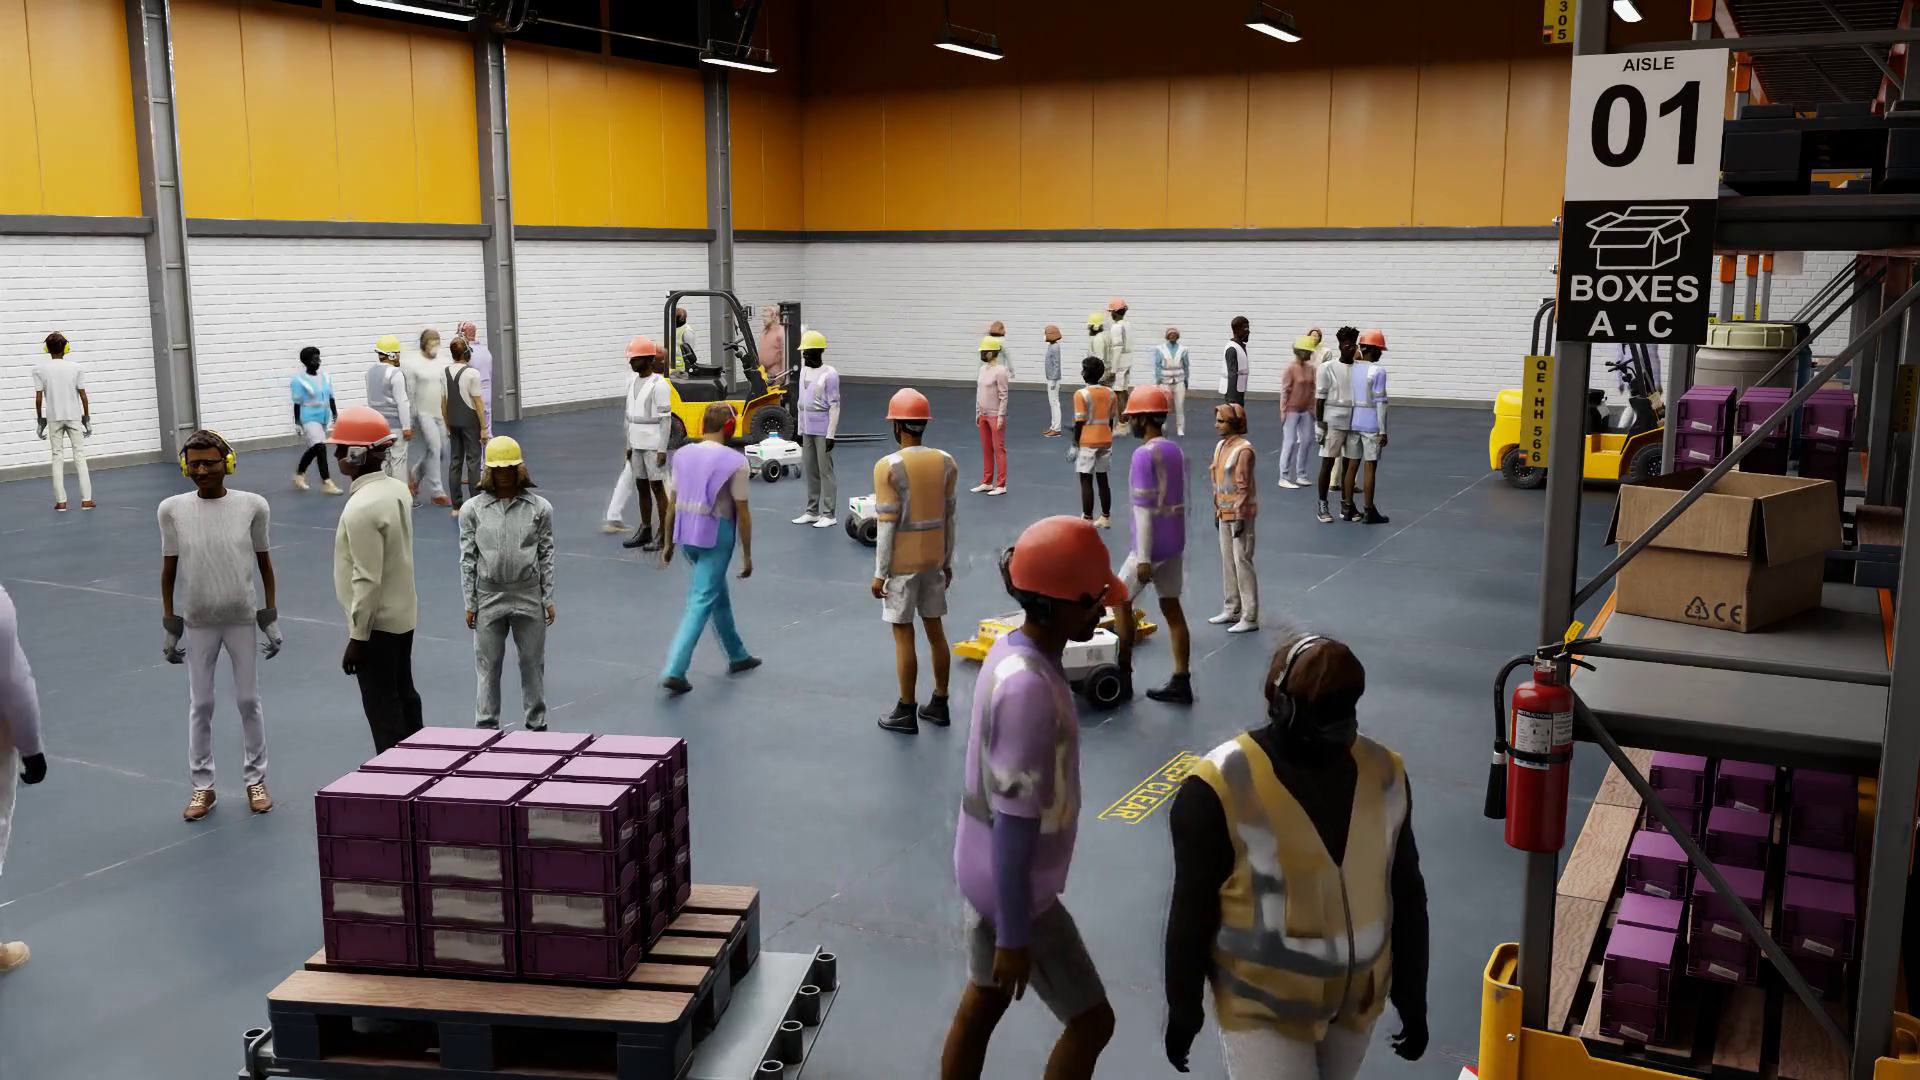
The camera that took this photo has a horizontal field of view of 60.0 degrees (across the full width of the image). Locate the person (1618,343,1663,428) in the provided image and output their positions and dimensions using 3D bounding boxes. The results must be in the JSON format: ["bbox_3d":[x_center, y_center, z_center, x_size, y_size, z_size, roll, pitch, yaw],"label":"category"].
[{"bbox_3d":[9.112,-2.121,22.320,0.398,1.935,0.652,-3,10,-18],"label":"person"}]

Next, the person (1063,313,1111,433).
[{"bbox_3d":[1.901,-2.431,24.490,0.806,1.804,0.607,4,10,20],"label":"person"}]

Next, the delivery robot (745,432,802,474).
[{"bbox_3d":[-2.216,-1.038,19.765,0.477,0.478,0.707,8,13,39],"label":"delivery robot"}]

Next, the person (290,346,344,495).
[{"bbox_3d":[-7.256,-1.343,18.597,0.841,1.660,0.529,4,11,22],"label":"person"}]

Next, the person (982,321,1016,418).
[{"bbox_3d":[0.655,-2.658,26.401,0.505,1.605,0.768,9,13,42],"label":"person"}]

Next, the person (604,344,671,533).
[{"bbox_3d":[-2.983,-0.959,15.917,0.963,1.831,0.666,-3,10,-14],"label":"person"}]

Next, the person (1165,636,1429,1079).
[{"bbox_3d":[0.850,1.120,3.965,0.650,1.798,0.871,-4,10,-21],"label":"person"}]

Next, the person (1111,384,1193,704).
[{"bbox_3d":[1.089,0.025,9.971,0.790,1.902,0.568,7,12,33],"label":"person"}]

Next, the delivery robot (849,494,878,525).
[{"bbox_3d":[-0.653,-0.292,15.444,0.707,0.478,0.477,-3,10,-18],"label":"delivery robot"}]

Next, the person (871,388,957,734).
[{"bbox_3d":[-0.278,0.117,9.353,0.552,1.935,0.373,-8,13,-39],"label":"person"}]

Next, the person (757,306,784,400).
[{"bbox_3d":[-2.791,-2.495,24.572,0.651,1.906,0.403,10,14,44],"label":"person"}]

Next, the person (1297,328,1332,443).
[{"bbox_3d":[4.987,-2.177,23.494,0.521,1.640,0.307,1,10,6],"label":"person"}]

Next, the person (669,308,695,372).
[{"bbox_3d":[-4.335,-2.669,25.754,0.429,1.846,0.627,-7,12,-34],"label":"person"}]

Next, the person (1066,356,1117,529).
[{"bbox_3d":[1.284,-0.926,16.075,0.576,1.698,0.318,-9,13,-41],"label":"person"}]

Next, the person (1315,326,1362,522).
[{"bbox_3d":[3.839,-1.159,16.654,0.609,1.964,0.367,-3,10,-16],"label":"person"}]

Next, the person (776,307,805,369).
[{"bbox_3d":[-2.694,-2.813,26.592,0.644,1.844,0.841,-2,10,-13],"label":"person"}]

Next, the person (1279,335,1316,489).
[{"bbox_3d":[3.866,-1.464,19.030,0.553,1.754,0.363,-8,13,-40],"label":"person"}]

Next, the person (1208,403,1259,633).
[{"bbox_3d":[1.953,-0.163,11.874,0.320,1.629,0.513,-3,10,-15],"label":"person"}]

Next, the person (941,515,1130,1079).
[{"bbox_3d":[0.226,0.914,4.529,0.727,2.003,0.777,0,10,-1],"label":"person"}]

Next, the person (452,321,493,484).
[{"bbox_3d":[-5.712,-1.607,19.484,0.406,1.895,0.661,2,10,14],"label":"person"}]

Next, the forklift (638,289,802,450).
[{"bbox_3d":[-3.358,-2.392,23.136,2.313,2.155,1.214,-1,10,-5],"label":"forklift"}]

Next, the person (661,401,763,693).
[{"bbox_3d":[-1.576,0.028,10.335,0.596,1.786,0.999,7,12,36],"label":"person"}]

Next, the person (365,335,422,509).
[{"bbox_3d":[-5.939,-1.225,17.423,0.586,1.833,0.403,7,12,35],"label":"person"}]

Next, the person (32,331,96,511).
[{"bbox_3d":[-9.360,-1.233,17.372,0.518,1.869,0.329,-4,11,-24],"label":"person"}]

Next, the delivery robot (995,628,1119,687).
[{"bbox_3d":[0.573,0.669,9.883,0.707,0.478,0.477,-3,10,-16],"label":"delivery robot"}]

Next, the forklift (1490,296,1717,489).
[{"bbox_3d":[7.296,-1.677,18.993,2.313,2.155,1.214,5,11,27],"label":"forklift"}]

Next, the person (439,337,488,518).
[{"bbox_3d":[-5.007,-1.131,16.841,0.504,1.847,0.345,4,11,22],"label":"person"}]

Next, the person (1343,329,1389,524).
[{"bbox_3d":[4.059,-1.128,16.584,0.374,1.929,0.542,-6,12,-33],"label":"person"}]

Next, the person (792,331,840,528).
[{"bbox_3d":[-1.415,-1.086,16.347,0.370,1.927,0.588,-9,13,-41],"label":"person"}]

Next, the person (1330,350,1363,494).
[{"bbox_3d":[4.355,-1.331,18.647,0.503,1.627,0.279,8,13,39],"label":"person"}]

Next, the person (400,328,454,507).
[{"bbox_3d":[-5.719,-1.323,17.790,0.832,1.908,0.634,7,12,35],"label":"person"}]

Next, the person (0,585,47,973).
[{"bbox_3d":[-3.666,0.729,6.144,0.651,1.818,0.492,3,10,15],"label":"person"}]

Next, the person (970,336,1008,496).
[{"bbox_3d":[0.337,-1.381,18.523,0.316,1.769,0.525,-6,12,-33],"label":"person"}]

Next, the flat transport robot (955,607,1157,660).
[{"bbox_3d":[0.672,0.614,11.294,0.652,0.197,1.431,8,13,40],"label":"flat transport robot"}]

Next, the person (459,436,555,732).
[{"bbox_3d":[-2.361,0.322,8.726,0.487,1.744,0.294,-4,11,-21],"label":"person"}]

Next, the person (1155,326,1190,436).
[{"bbox_3d":[3.134,-2.361,24.629,0.530,1.611,0.552,0,10,-1],"label":"person"}]

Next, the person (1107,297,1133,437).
[{"bbox_3d":[2.319,-2.535,24.406,0.394,2.040,0.610,4,11,24],"label":"person"}]

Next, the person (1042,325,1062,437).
[{"bbox_3d":[1.356,-2.335,24.425,0.267,1.631,0.509,-1,10,-3],"label":"person"}]

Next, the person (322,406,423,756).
[{"bbox_3d":[-2.697,0.377,7.681,0.378,1.995,0.611,0,10,-1],"label":"person"}]

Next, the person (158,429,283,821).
[{"bbox_3d":[-3.519,0.397,7.927,0.526,1.869,0.315,-4,10,-20],"label":"person"}]

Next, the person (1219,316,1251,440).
[{"bbox_3d":[3.374,-1.782,20.400,0.377,1.917,0.600,3,10,18],"label":"person"}]

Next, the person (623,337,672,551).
[{"bbox_3d":[-2.846,-0.867,15.045,0.551,1.936,0.356,9,13,42],"label":"person"}]
